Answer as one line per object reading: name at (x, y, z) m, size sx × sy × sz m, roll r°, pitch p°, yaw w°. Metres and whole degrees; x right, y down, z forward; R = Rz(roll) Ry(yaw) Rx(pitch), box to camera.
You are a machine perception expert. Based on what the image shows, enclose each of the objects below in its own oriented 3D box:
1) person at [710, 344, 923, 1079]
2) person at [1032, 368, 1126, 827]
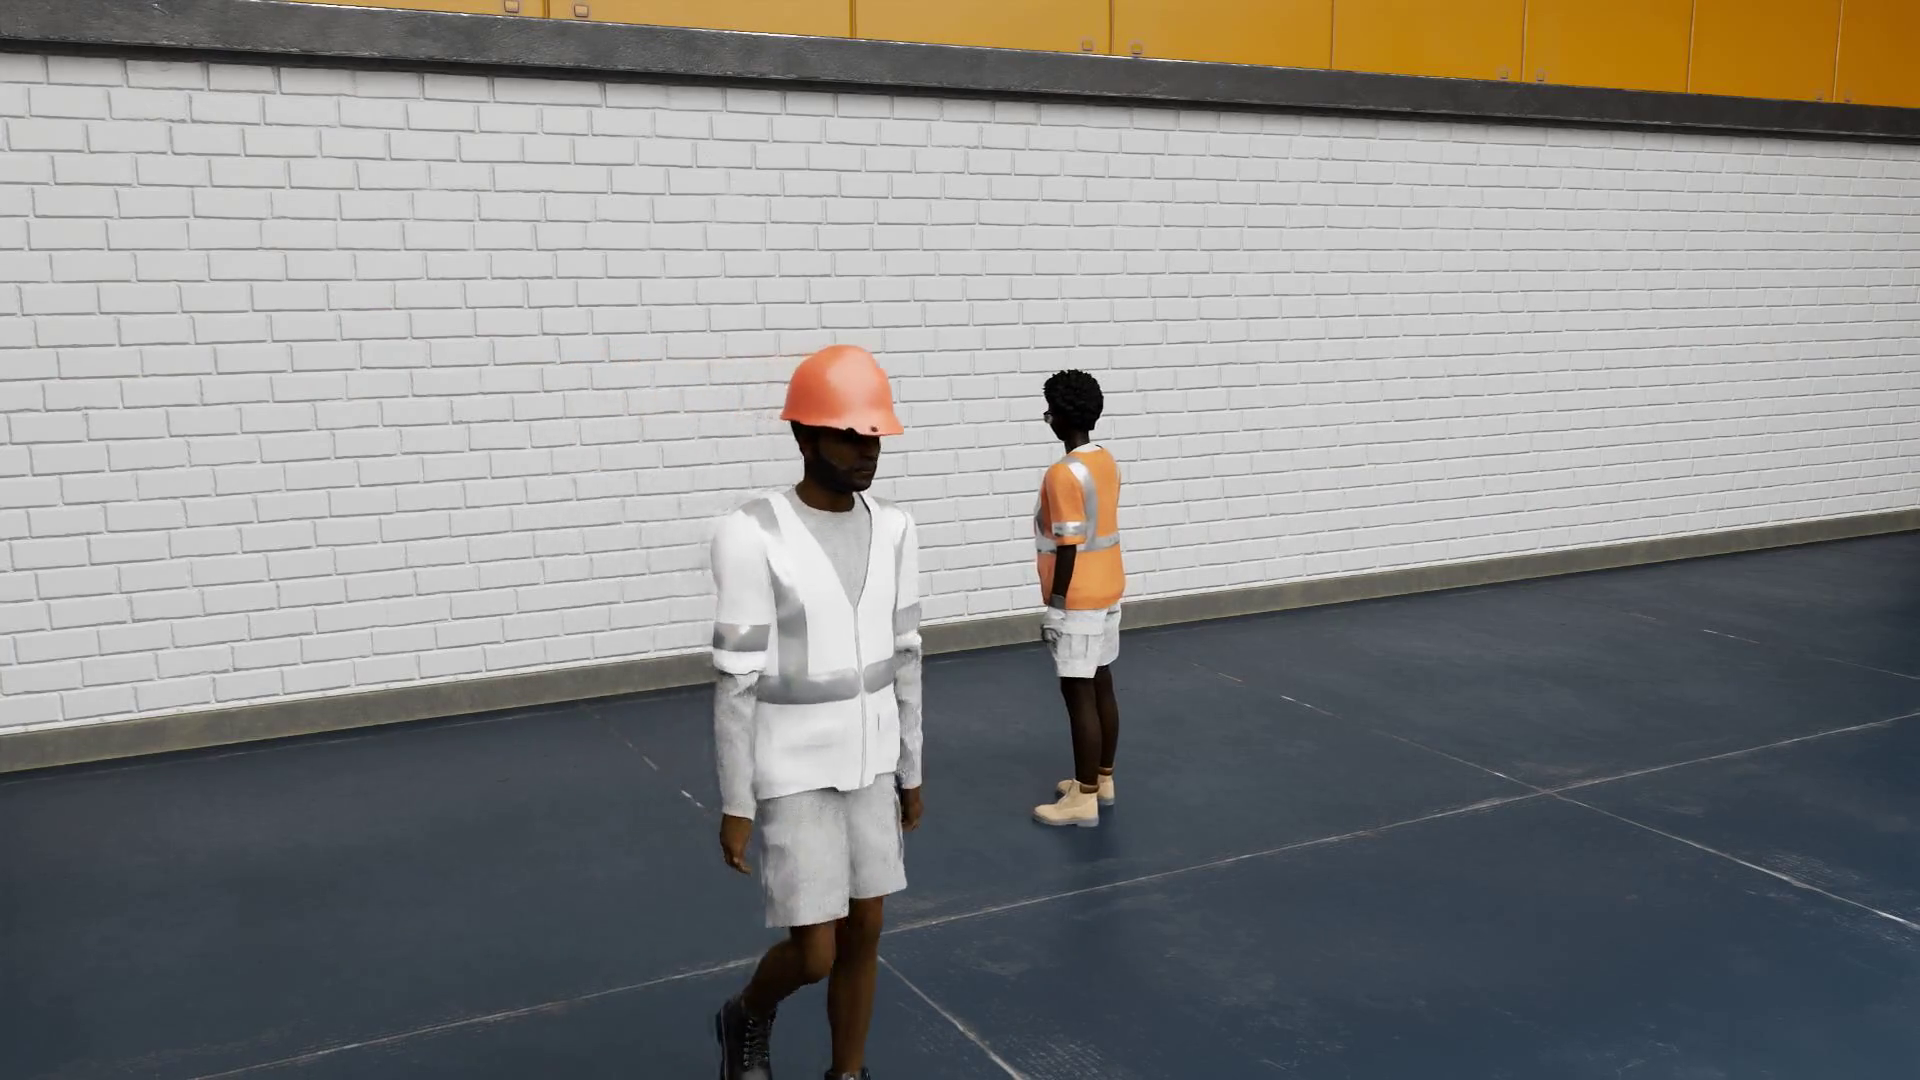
person at (-0.326, 0.513, 3.827) m, size 0.573 × 1.924 × 0.493 m, roll -9°, pitch 13°, yaw -41°
person at (0.440, 0.214, 6.189) m, size 0.321 × 1.699 × 0.537 m, roll 4°, pitch 11°, yaw 23°
